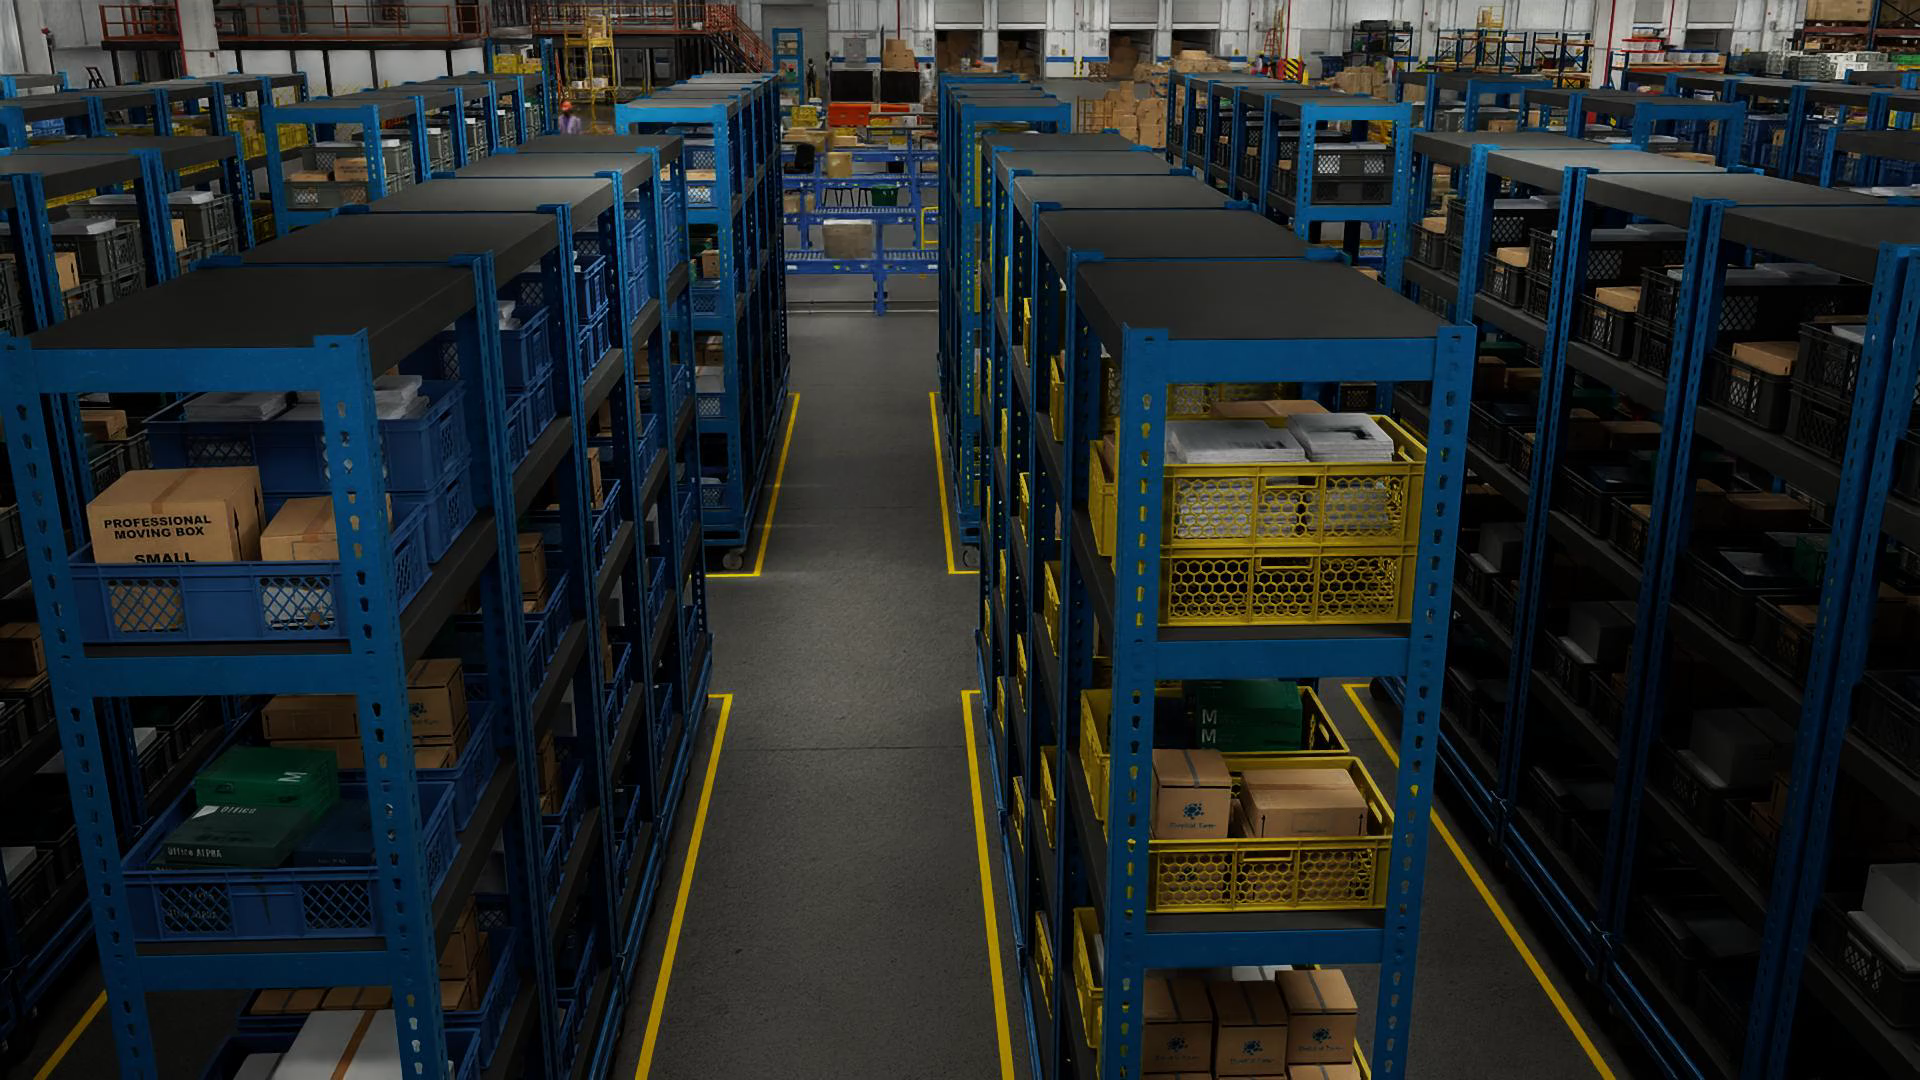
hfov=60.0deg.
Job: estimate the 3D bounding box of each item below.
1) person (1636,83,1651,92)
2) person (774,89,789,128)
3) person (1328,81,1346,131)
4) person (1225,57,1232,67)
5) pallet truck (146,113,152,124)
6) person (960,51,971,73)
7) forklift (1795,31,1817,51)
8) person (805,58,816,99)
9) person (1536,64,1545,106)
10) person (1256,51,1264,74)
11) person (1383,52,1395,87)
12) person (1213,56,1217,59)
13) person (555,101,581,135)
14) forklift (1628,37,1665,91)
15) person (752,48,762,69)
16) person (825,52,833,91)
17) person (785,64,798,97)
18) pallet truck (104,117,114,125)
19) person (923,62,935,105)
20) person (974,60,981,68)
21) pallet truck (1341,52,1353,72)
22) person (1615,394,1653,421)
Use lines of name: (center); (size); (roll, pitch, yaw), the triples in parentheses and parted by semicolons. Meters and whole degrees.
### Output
person: (24.938, -16.008, 60.807); (0.508, 1.629, 0.315); (2, 18, 7)
person: (-6.004, -14.218, 55.157); (0.901, 1.699, 0.504); (-2, 18, -5)
person: (12.124, -13.853, 53.725); (0.649, 1.888, 0.595); (2, 18, 5)
person: (11.852, -20.655, 74.525); (0.886, 2.000, 0.685); (10, 21, 29)
pallet truck: (-18.087, -8.309, 36.390); (1.885, 1.965, 0.823); (-1, 18, -4)
person: (0.304, -24.272, 85.911); (0.614, 1.926, 0.517); (-8, 19, -23)
forklift: (45.898, -26.250, 90.495); (1.129, 2.768, 1.873); (-1, 18, -2)
person: (-6.895, -21.344, 76.971); (0.507, 1.845, 0.339); (-4, 18, -12)
person: (24.113, -18.858, 69.264); (0.527, 1.858, 0.318); (-10, 20, -28)
person: (15.599, -24.258, 85.918); (0.912, 1.889, 0.598); (6, 19, 17)
person: (22.670, -24.887, 87.985); (0.804, 1.819, 0.631); (11, 21, 30)
person: (12.142, -22.263, 79.823); (0.969, 1.833, 0.607); (-4, 18, -13)
person: (-9.579, -9.745, 40.827); (0.625, 2.017, 0.937); (2, 18, 6)
forklift: (30.747, -20.964, 74.137); (1.129, 2.768, 1.873); (-1, 18, -2)
person: (-11.174, -26.145, 91.734); (0.584, 1.911, 0.392); (-8, 20, -24)
person: (-6.659, -23.825, 84.554); (0.397, 1.913, 0.591); (-12, 21, -32)
person: (-6.795, -18.207, 67.107); (0.552, 1.942, 0.342); (-10, 20, -28)
pallet truck: (-18.367, -7.885, 35.078); (1.885, 1.965, 0.823); (1, 18, 2)
person: (-1.357, -19.569, 71.438); (0.600, 1.866, 0.517); (10, 21, 29)
person: (0.711, -19.770, 71.982); (0.682, 1.914, 0.580); (-6, 19, -17)
pallet truck: (18.794, -23.123, 82.231); (0.823, 1.965, 1.885); (-13, 22, -35)
person: (4.605, -0.120, 11.361); (0.935, 1.809, 0.586); (2, 18, 7)
